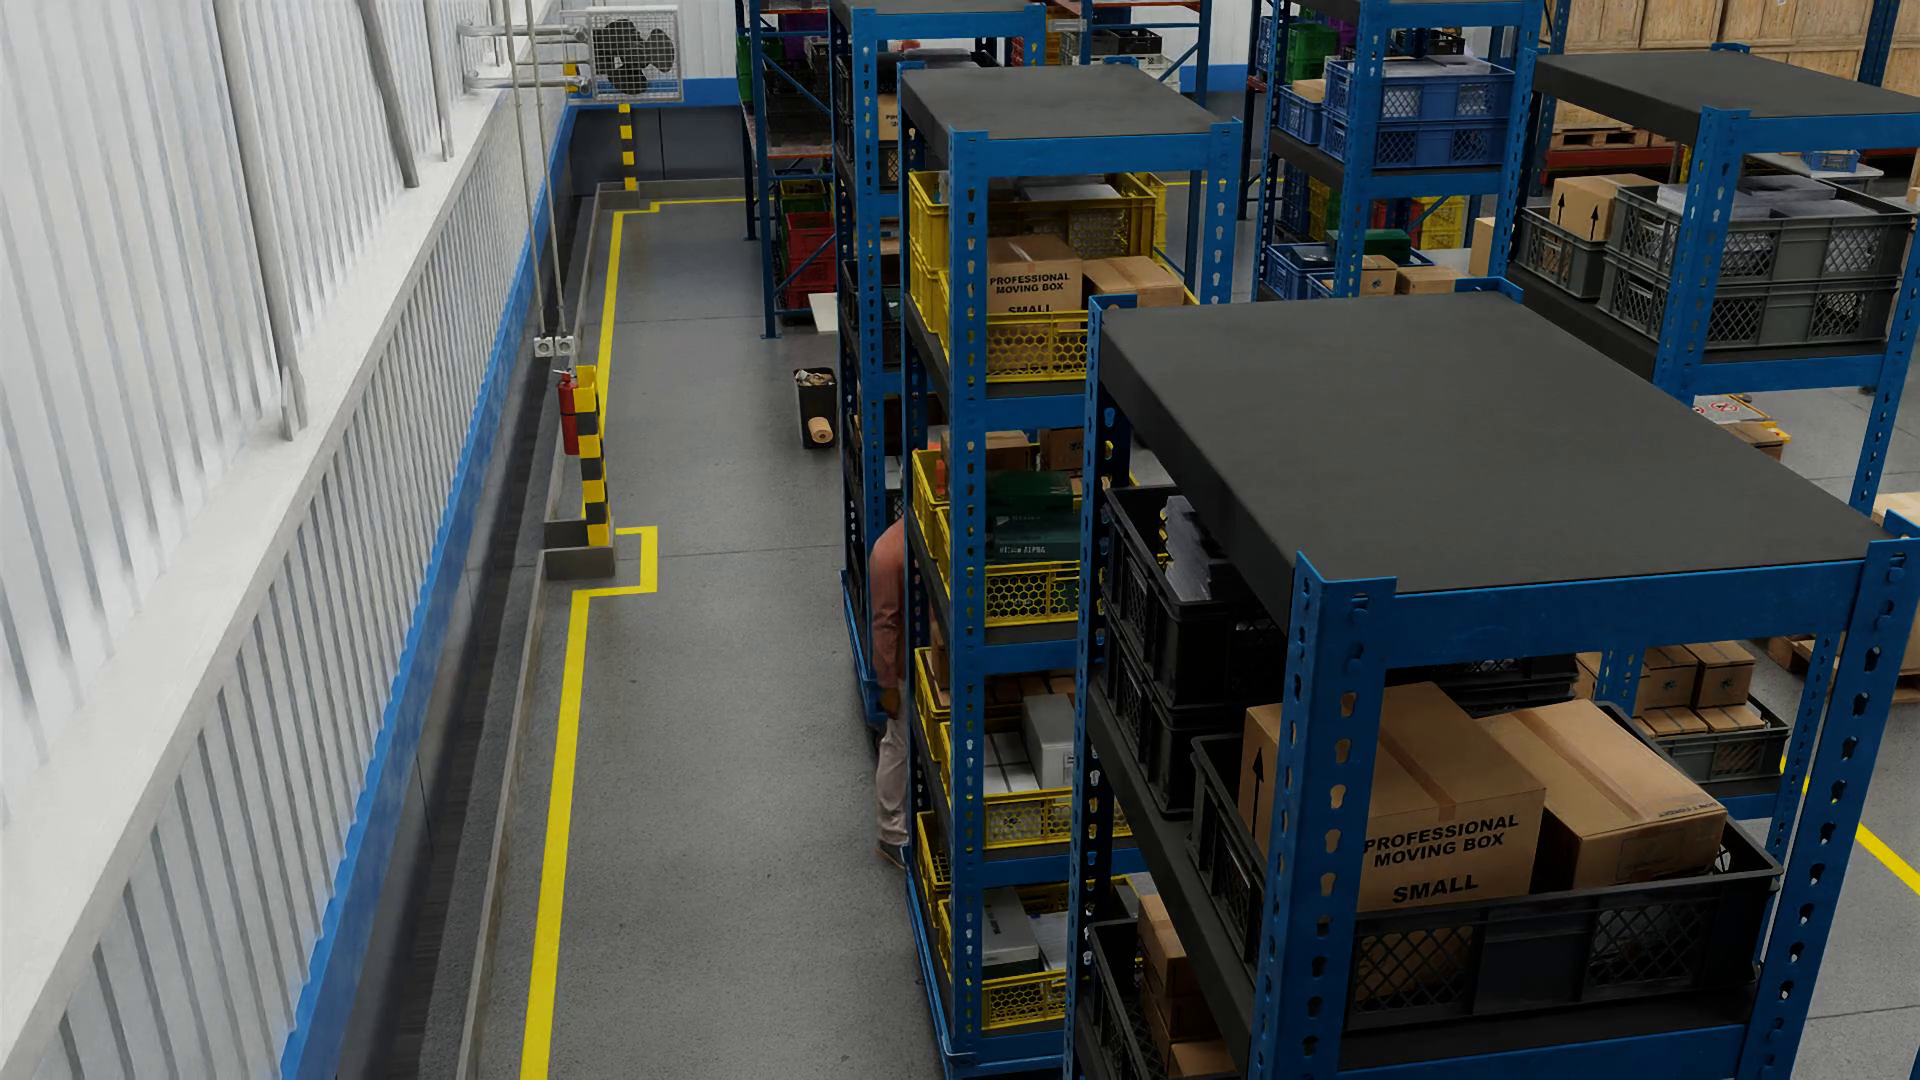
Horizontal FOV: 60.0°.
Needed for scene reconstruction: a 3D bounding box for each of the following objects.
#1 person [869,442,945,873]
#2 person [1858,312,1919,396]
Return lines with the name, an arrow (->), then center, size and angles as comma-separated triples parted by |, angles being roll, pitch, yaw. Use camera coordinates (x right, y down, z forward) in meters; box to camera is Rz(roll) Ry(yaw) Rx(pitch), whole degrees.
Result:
person -> -0.128, 0.506, 7.135 | 0.416, 1.986, 0.617 | 18, 30, 34
person -> 7.492, -1.862, 12.532 | 0.844, 1.770, 0.577 | 3, 25, 7
